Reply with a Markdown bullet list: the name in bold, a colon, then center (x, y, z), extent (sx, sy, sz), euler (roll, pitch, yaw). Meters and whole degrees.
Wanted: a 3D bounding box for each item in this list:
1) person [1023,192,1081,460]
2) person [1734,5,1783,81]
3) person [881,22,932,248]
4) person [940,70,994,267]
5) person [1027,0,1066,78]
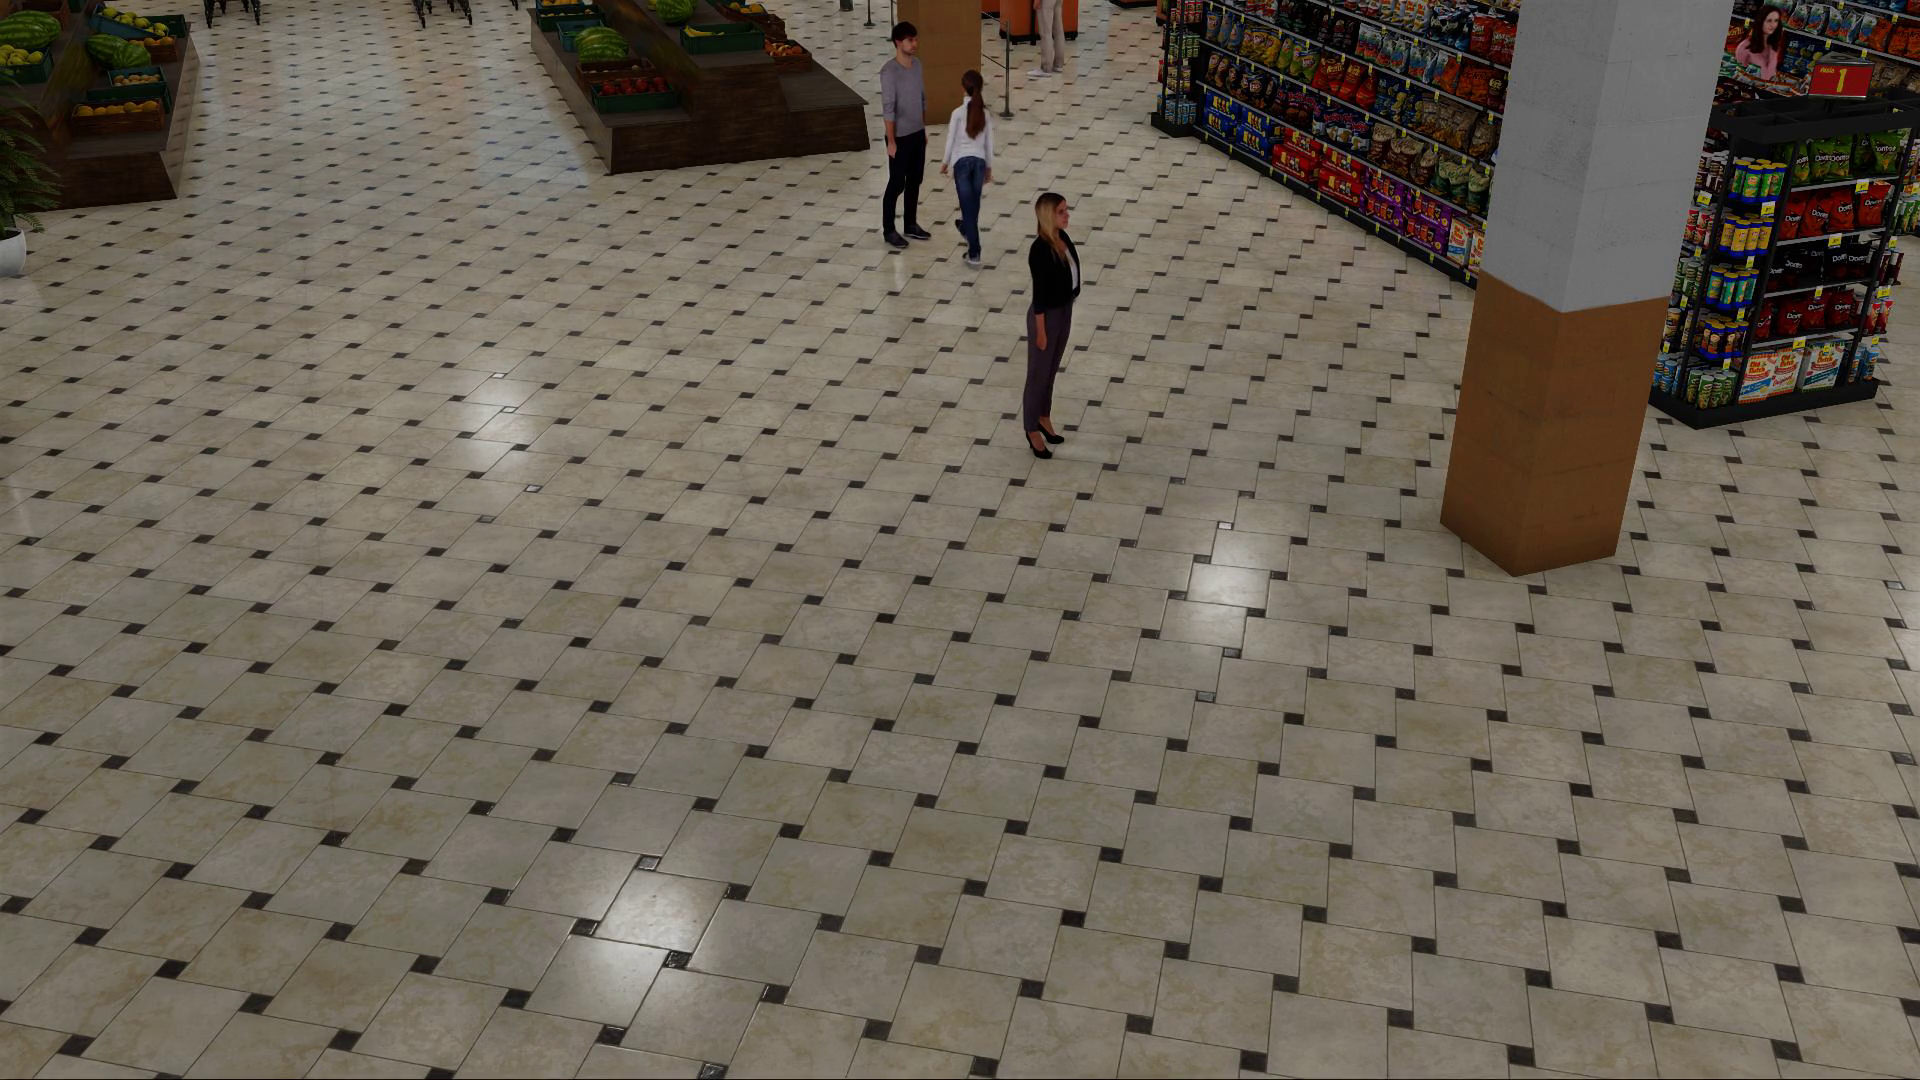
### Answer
- **person**: center (0.538, -1.336, 10.296), extent (0.727, 1.672, 0.674), euler (14, 31, 23)
- **person**: center (6.910, -3.784, 14.643), extent (0.609, 1.803, 0.515), euler (-9, 30, -15)
- **person**: center (-0.469, -3.392, 13.885), extent (0.743, 1.841, 0.727), euler (18, 34, 30)
- **person**: center (0.097, -2.980, 13.468), extent (0.548, 1.516, 1.026), euler (-11, 31, -20)
- **person**: center (1.049, -6.342, 19.268), extent (0.788, 1.861, 0.766), euler (17, 33, 29)
